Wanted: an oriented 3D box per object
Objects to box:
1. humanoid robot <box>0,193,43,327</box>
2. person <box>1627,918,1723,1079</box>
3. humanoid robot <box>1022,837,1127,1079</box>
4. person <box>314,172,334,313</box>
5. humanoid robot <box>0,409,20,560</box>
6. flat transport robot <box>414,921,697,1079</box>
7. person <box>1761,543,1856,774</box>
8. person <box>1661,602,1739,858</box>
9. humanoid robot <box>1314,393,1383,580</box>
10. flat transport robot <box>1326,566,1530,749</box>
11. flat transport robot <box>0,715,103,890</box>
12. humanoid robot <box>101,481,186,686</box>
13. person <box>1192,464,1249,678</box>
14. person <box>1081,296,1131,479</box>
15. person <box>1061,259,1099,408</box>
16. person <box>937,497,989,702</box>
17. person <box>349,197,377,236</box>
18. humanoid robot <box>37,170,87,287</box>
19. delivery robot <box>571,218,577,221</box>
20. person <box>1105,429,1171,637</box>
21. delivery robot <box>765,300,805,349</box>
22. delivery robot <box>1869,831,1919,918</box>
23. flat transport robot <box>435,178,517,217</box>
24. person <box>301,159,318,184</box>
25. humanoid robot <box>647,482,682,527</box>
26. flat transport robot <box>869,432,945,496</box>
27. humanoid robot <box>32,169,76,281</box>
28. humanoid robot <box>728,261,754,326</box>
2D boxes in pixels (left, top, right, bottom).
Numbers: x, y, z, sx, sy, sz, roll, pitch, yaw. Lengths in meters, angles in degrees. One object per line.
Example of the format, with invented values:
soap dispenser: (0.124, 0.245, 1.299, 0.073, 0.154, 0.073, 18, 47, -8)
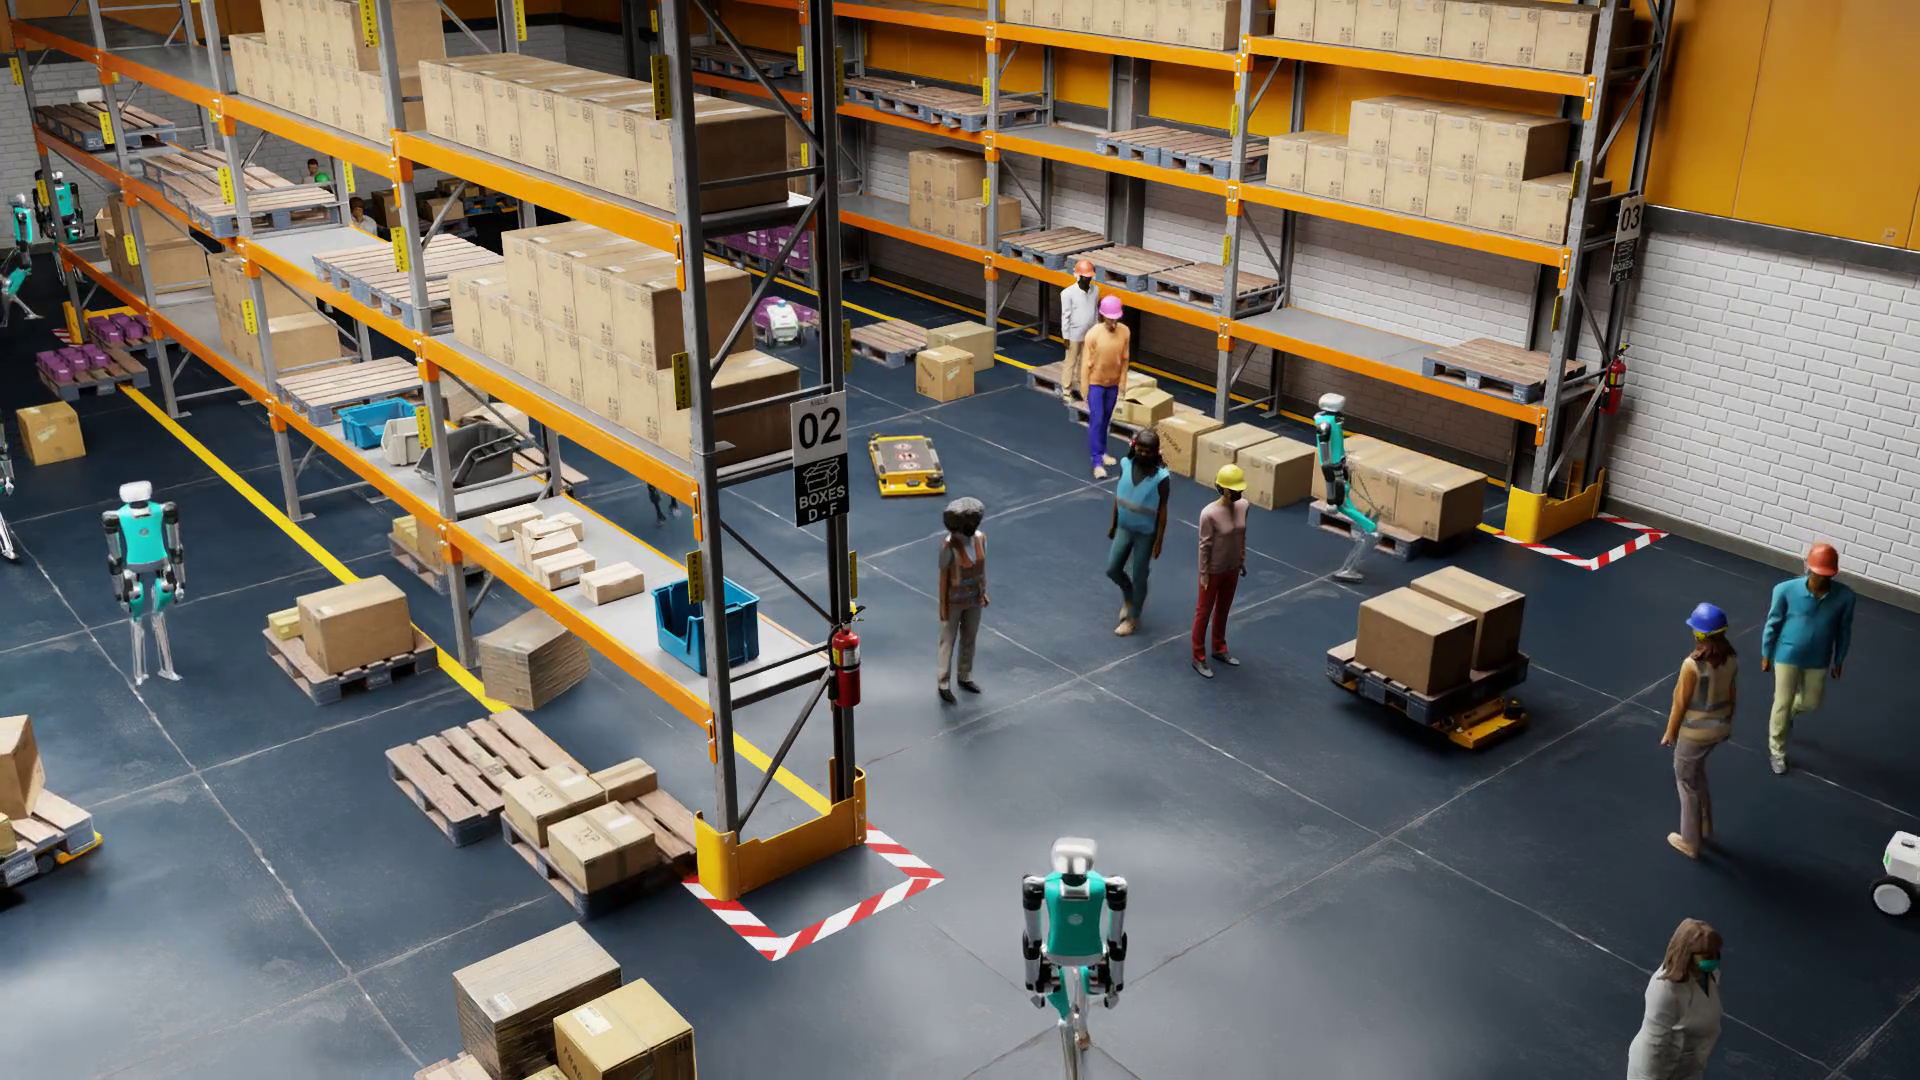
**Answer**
humanoid robot: (-12.876, -3.715, 22.492, 0.839, 1.875, 0.551, -11, 26, -23)
person: (3.422, 2.540, 8.002, 0.486, 1.659, 0.343, -17, 29, -34)
humanoid robot: (0.594, 2.158, 8.836, 0.549, 1.759, 1.005, 1, 23, 2)
person: (-8.774, -4.157, 23.173, 0.532, 1.932, 0.414, -17, 29, -34)
humanoid robot: (-8.891, -0.615, 15.047, 0.533, 1.677, 0.735, -18, 29, -36)
flat transport robot: (-2.079, 3.096, 8.474, 1.431, 0.231, 0.659, -18, 29, -36)
person: (6.050, 0.789, 11.954, 0.570, 1.735, 0.608, 4, 24, 10)
person: (4.846, 1.246, 10.903, 0.472, 1.745, 0.479, -12, 26, -25)
humanoid robot: (3.503, -0.406, 14.757, 0.818, 1.781, 0.547, 9, 25, 21)
flat transport robot: (3.611, 1.172, 12.930, 0.659, 0.231, 1.431, -16, 28, -33)
flat transport robot: (-6.406, 2.121, 10.732, 0.659, 0.231, 1.431, 15, 27, 31)
humanoid robot: (-6.372, 0.333, 13.050, 0.555, 1.801, 0.756, -15, 28, -31)
person: (2.092, 0.227, 13.229, 0.523, 1.769, 0.322, -17, 29, -34)
person: (1.513, -1.622, 17.328, 0.512, 1.944, 0.708, -10, 25, -22)
person: (1.414, -2.408, 19.343, 0.562, 1.752, 0.332, -17, 29, -34)
person: (0.024, 0.454, 12.812, 0.458, 1.680, 0.341, -17, 29, -35)
person: (-7.939, -3.655, 22.144, 0.503, 1.829, 0.369, -17, 29, -34)
humanoid robot: (-13.060, -4.560, 24.182, 0.533, 1.677, 0.735, -18, 29, -36)
delivery robot: (-6.036, -5.126, 27.162, 0.499, 0.602, 0.795, -18, 29, -36)
person: (1.459, -0.059, 13.782, 0.562, 1.852, 0.451, 17, 29, 34)
delivery robot: (-2.332, -2.839, 21.869, 0.499, 0.603, 0.803, -5, 24, -11)
delivery robot: (6.135, 2.127, 10.381, 0.807, 0.613, 0.499, 19, 30, 37)
flat transport robot: (-8.538, -5.804, 29.083, 1.431, 0.231, 0.659, -18, 29, -36)
person: (-9.826, -5.017, 25.507, 0.451, 1.657, 0.288, -17, 29, -34)
humanoid robot: (-2.935, -0.948, 16.094, 0.603, 1.648, 0.445, -2, 23, -4)
flat transport robot: (-0.573, -0.808, 17.515, 0.659, 0.231, 1.431, -3, 24, -7)
humanoid robot: (-13.466, -4.704, 24.792, 0.584, 1.652, 0.644, 4, 24, 9)
humanoid robot: (-2.568, -2.456, 19.559, 0.458, 1.650, 0.603, 7, 24, 16)
